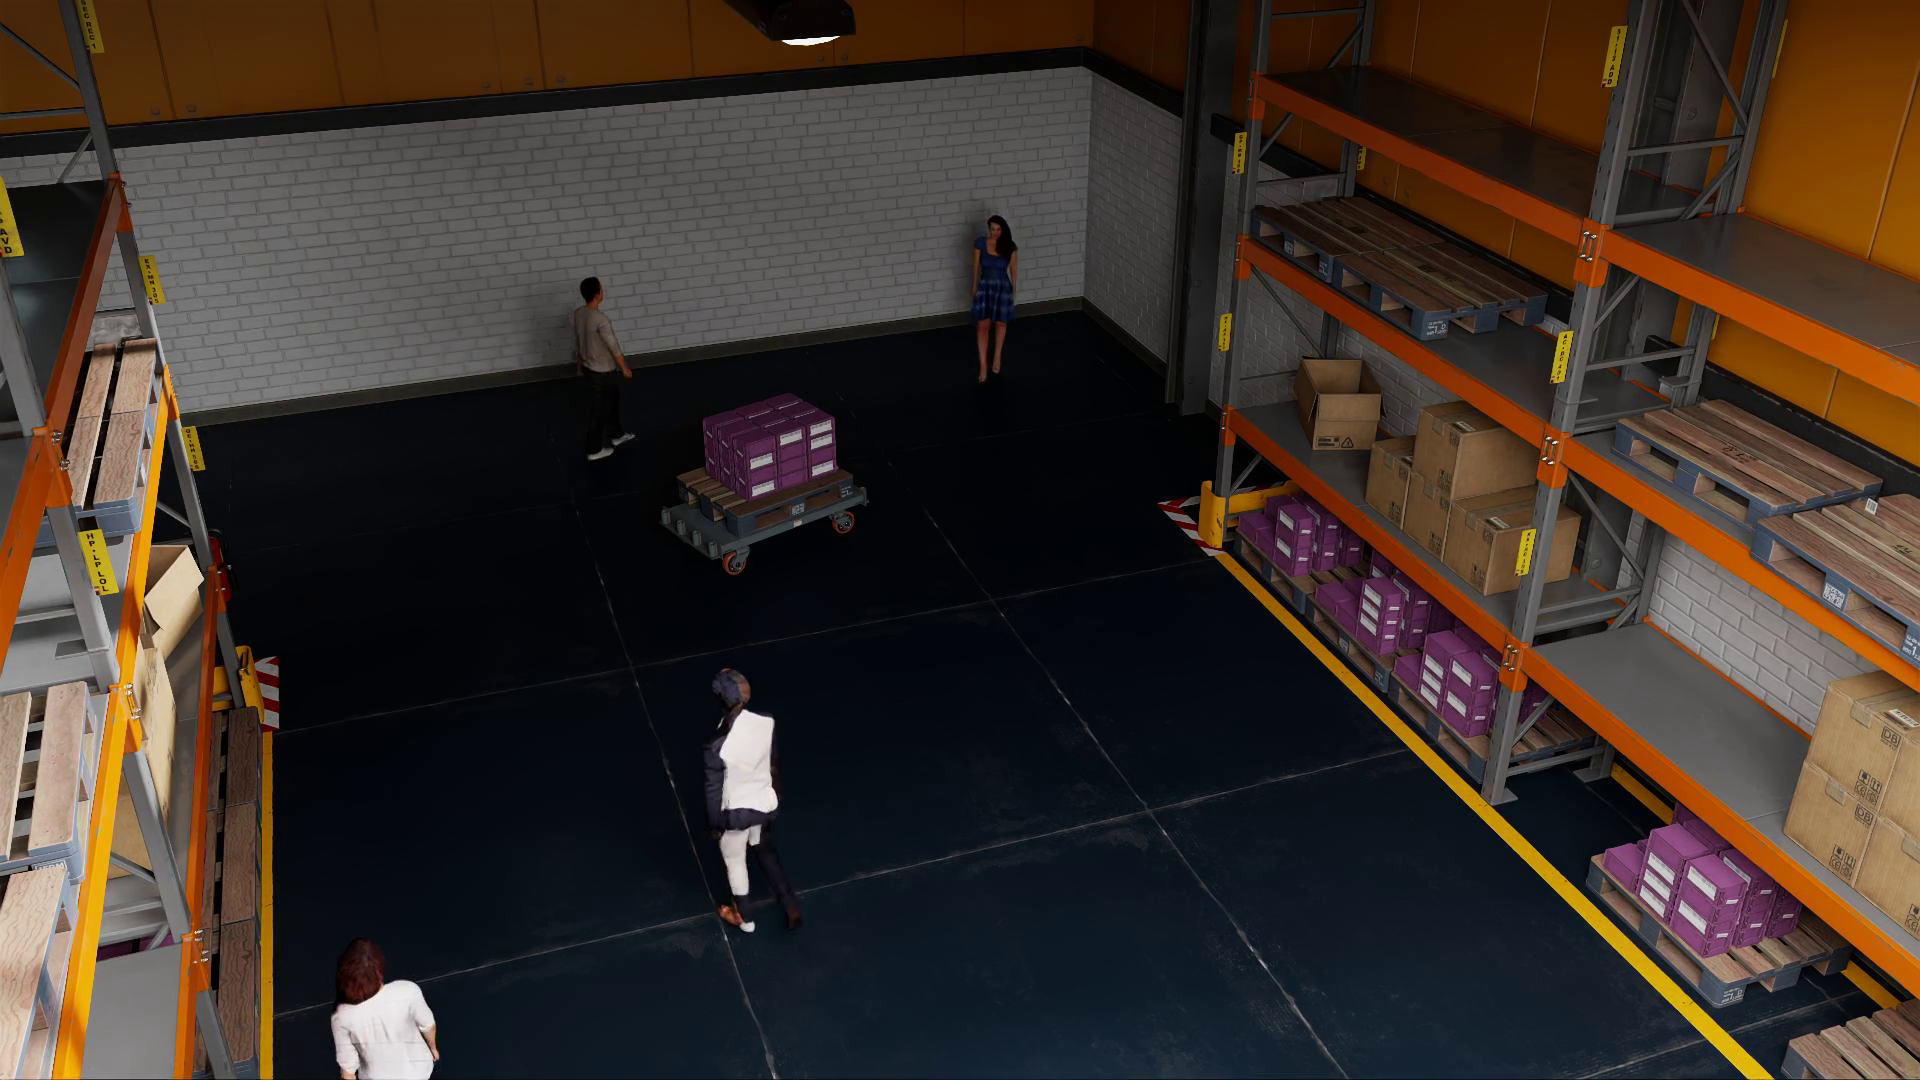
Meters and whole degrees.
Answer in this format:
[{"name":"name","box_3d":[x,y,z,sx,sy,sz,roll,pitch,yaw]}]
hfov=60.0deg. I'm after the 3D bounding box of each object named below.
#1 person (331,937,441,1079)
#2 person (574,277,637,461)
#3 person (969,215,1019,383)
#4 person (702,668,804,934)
[{"name":"person","box_3d":[-2.672,2.717,7.961,0.608,1.733,1.118,-9,30,-17]},{"name":"person","box_3d":[-3.500,-1.588,15.794,0.896,1.791,0.893,-23,36,-35]},{"name":"person","box_3d":[0.365,-2.601,17.657,0.847,1.784,0.952,2,29,4]},{"name":"person","box_3d":[-1.222,1.614,9.828,0.882,1.881,1.021,-22,36,-35]}]
